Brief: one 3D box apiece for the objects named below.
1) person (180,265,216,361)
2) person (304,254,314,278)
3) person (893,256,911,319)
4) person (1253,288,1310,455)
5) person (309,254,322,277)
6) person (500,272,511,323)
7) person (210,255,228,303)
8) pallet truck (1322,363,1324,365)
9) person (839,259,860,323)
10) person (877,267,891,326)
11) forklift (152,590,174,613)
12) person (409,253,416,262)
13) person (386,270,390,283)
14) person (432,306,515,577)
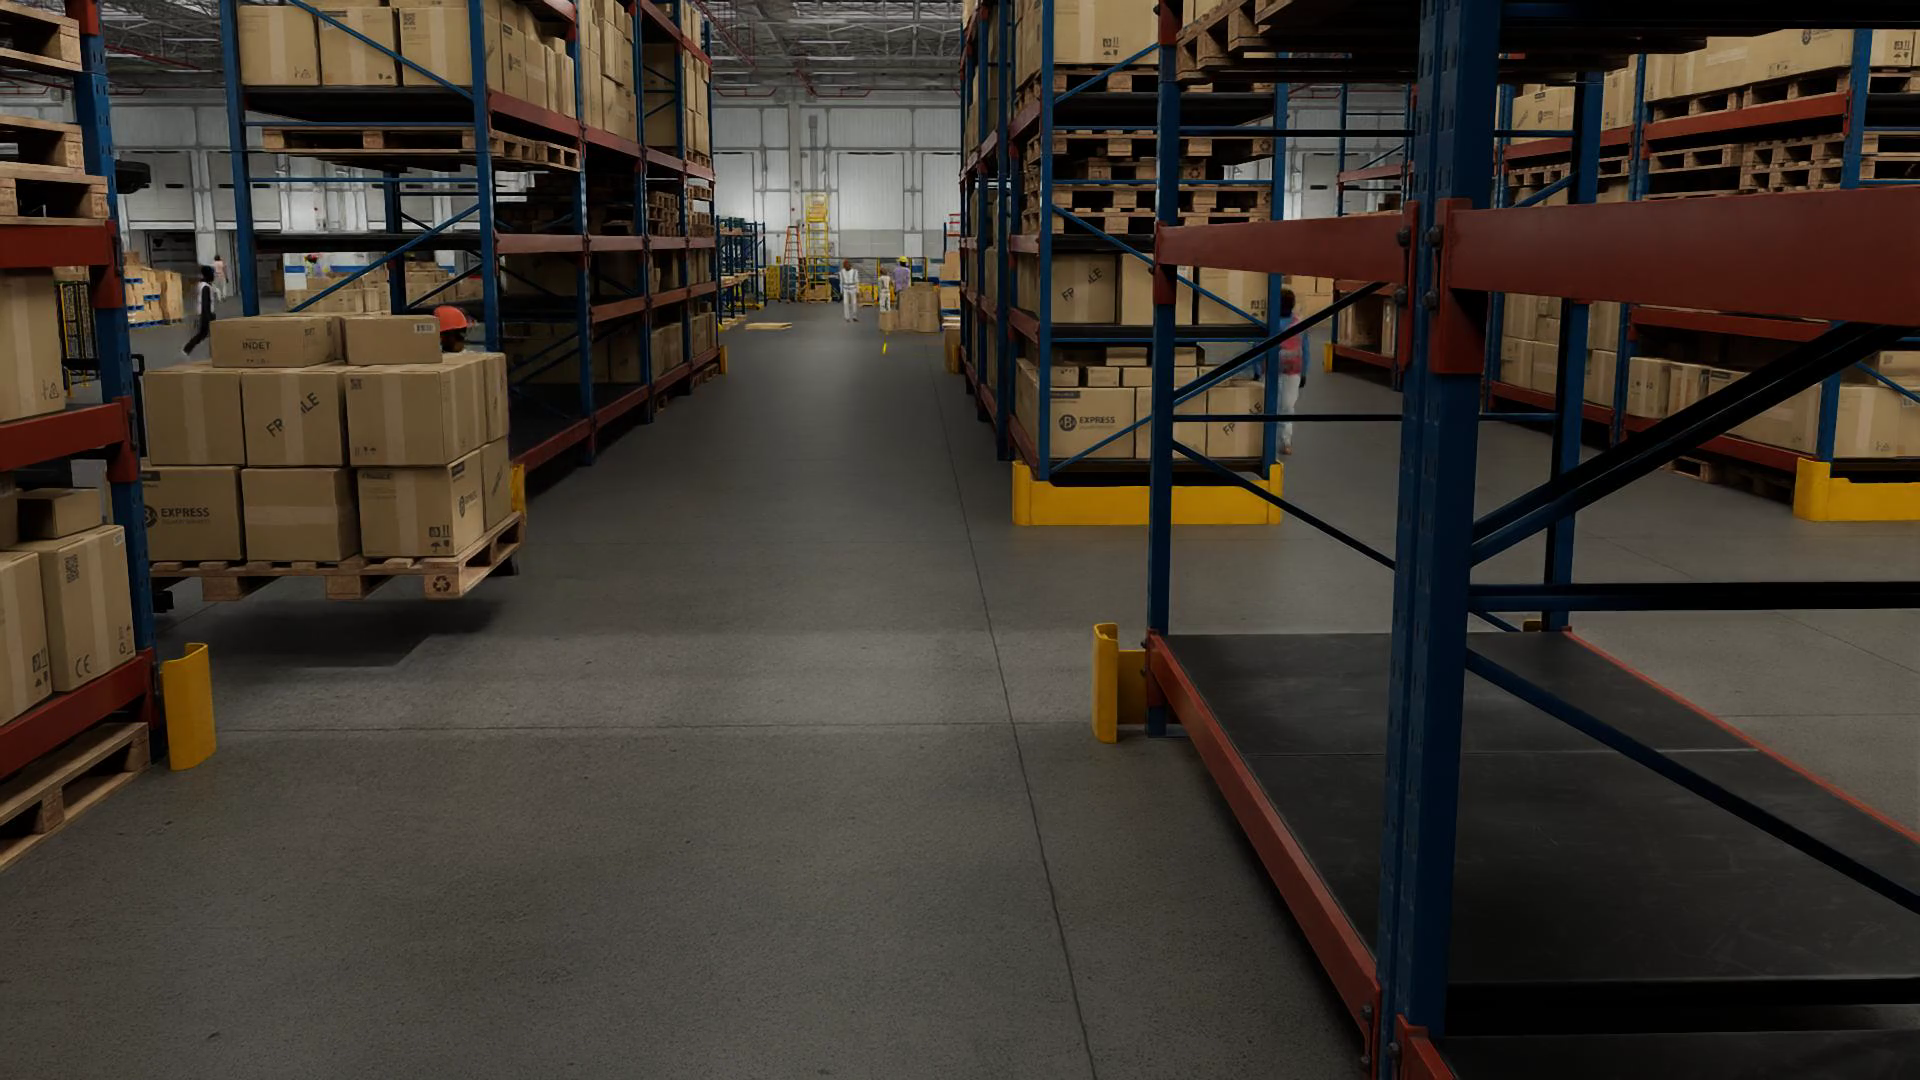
[{"bbox_3d":[-14.810,-4.428,32.564,0.862,1.893,0.593,-6,12,-30],"label":"person"},{"bbox_3d":[-25.298,-10.206,64.869,0.429,1.842,0.629,2,10,9],"label":"person"},{"bbox_3d":[-1.678,-7.315,48.525,0.586,1.928,0.380,6,12,31],"label":"person"},{"bbox_3d":[3.561,-1.871,18.463,0.645,1.832,0.505,-1,10,-5],"label":"person"},{"bbox_3d":[-23.286,-9.354,59.937,0.893,1.896,0.557,-9,13,-41],"label":"person"},{"bbox_3d":[-10.057,-5.439,37.761,0.698,2.000,0.537,0,10,0],"label":"person"},{"bbox_3d":[-28.650,-10.087,64.259,0.654,1.819,0.756,-6,12,-29],"label":"person"},{"bbox_3d":[7.712,-4.157,30.737,1.885,1.965,0.823,3,11,16],"label":"pallet truck"},{"bbox_3d":[-3.199,-7.218,48.253,0.603,1.850,0.665,1,10,5],"label":"person"},{"bbox_3d":[-2.124,-6.801,46.465,0.306,1.640,0.522,8,13,38],"label":"person"},{"bbox_3d":[-5.858,-0.811,9.639,1.873,2.768,1.129,-1,10,-3],"label":"forklift"},{"bbox_3d":[-22.780,-10.981,69.095,0.988,1.883,0.590,-3,10,-14],"label":"person"},{"bbox_3d":[-18.788,-8.389,55.181,0.321,1.694,0.534,7,12,35],"label":"person"},{"bbox_3d":[-3.432,-0.657,11.502,0.667,1.903,0.596,-1,10,-8],"label":"person"}]
